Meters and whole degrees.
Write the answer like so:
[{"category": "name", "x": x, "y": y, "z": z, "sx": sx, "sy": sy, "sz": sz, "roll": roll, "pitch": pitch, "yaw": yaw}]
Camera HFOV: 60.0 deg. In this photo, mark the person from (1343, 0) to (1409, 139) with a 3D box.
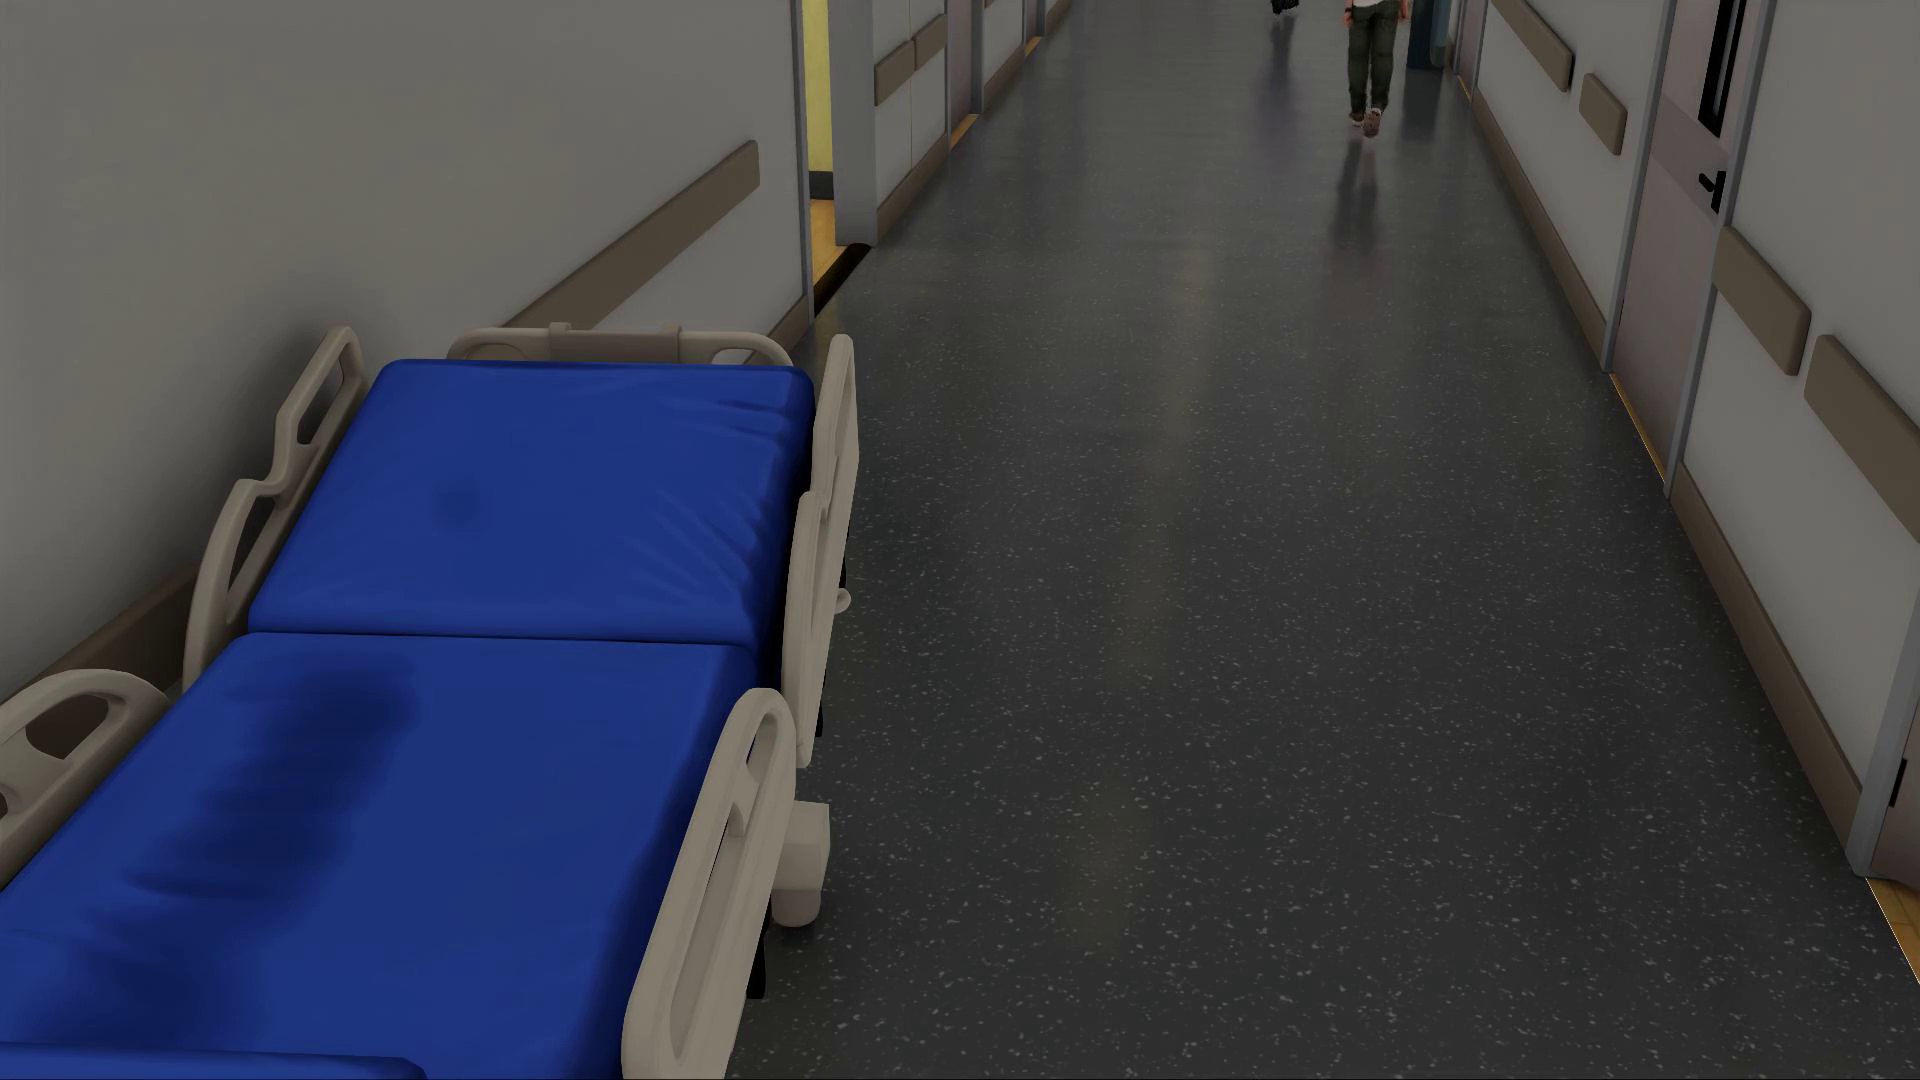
[{"category": "person", "x": 2.715, "y": -3.450, "z": 10.841, "sx": 1.033, "sy": 1.627, "sz": 0.667, "roll": 3, "pitch": 26, "yaw": 7}]
